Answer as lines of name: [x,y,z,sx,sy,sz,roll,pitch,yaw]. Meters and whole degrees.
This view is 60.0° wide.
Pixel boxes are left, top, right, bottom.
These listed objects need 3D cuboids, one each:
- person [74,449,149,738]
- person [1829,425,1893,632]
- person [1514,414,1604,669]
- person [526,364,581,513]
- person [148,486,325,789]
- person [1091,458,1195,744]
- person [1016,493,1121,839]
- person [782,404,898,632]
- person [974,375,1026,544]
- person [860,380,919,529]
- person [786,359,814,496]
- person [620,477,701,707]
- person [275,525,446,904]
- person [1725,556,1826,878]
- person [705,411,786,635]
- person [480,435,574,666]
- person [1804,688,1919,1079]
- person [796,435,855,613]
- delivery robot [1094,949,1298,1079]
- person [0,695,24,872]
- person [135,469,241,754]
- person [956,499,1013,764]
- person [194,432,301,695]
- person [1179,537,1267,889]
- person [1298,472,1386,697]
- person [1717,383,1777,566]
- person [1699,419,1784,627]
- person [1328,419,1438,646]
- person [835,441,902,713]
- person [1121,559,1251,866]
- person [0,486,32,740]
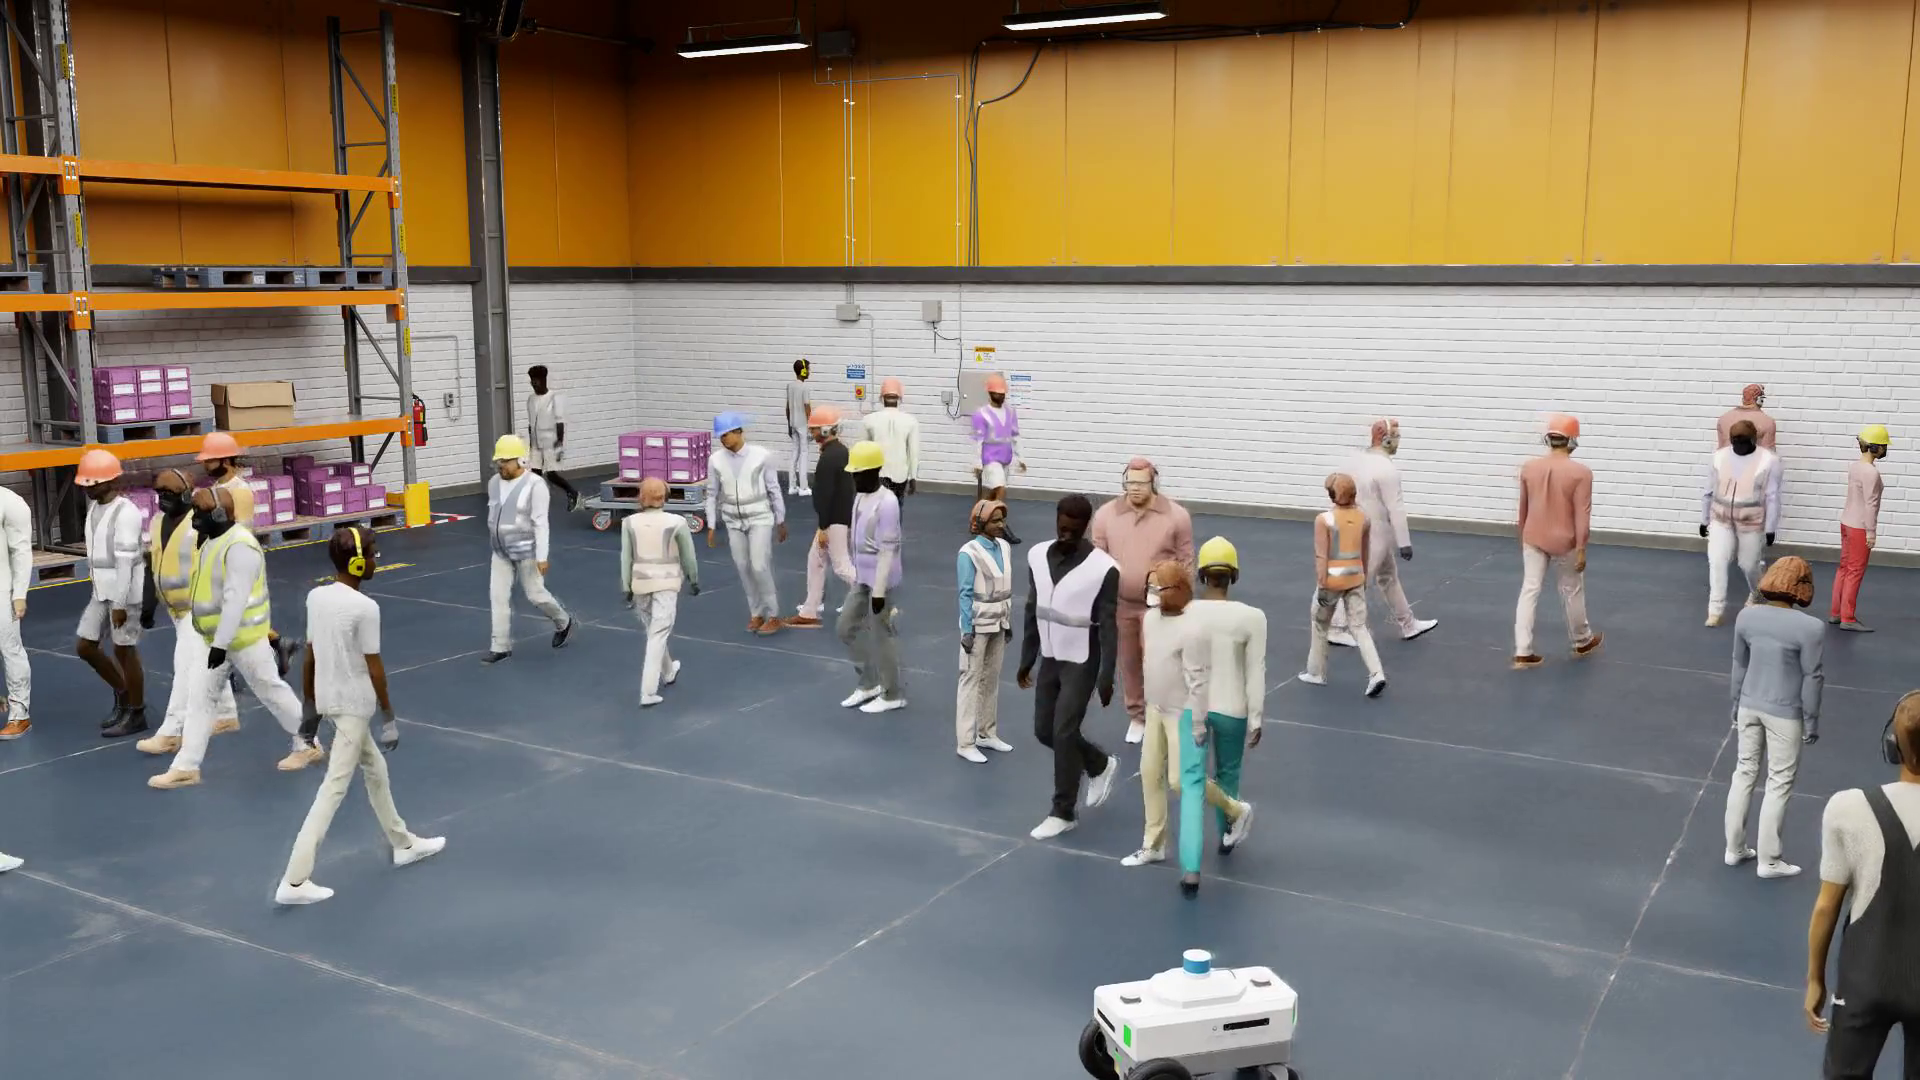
person: [-5.521,0.355,10.824,0.542,1.908,0.406,6,11,33]
person: [7.686,-0.102,14.148,0.349,1.759,0.522,2,9,11]
person: [4.649,0.000,12.905,1.023,1.939,0.643,-8,12,-43]
person: [-5.029,-1.197,20.410,0.614,1.938,0.638,5,10,28]
person: [-4.322,0.561,9.933,0.613,1.790,0.995,9,13,44]
person: [1.113,0.424,10.495,0.662,1.873,0.843,3,10,19]
person: [0.636,0.657,9.030,0.643,1.879,0.610,-9,12,-43]
person: [-1.012,-0.178,14.051,0.985,1.953,0.629,1,9,5]
person: [0.393,-0.934,18.923,0.555,1.903,0.961,-7,12,-38]
person: [-0.747,-0.708,17.418,0.607,1.936,1.088,-2,9,-12]
person: [-2.179,-1.543,22.788,0.310,1.868,0.534,-8,12,-40]
person: [-2.139,0.346,11.879,0.505,1.583,0.888,2,9,15]
person: [-2.997,0.833,8.170,0.513,1.816,1.013,7,11,37]
person: [4.116,0.885,8.416,0.308,1.624,0.495,-4,10,-25]
person: [-1.802,-0.138,13.929,0.642,1.897,0.574,3,10,17]
person: [-3.425,0.052,13.086,0.598,1.797,0.846,5,10,27]
person: [2.808,1.335,4.922,0.535,1.833,0.573,6,11,35]
person: [-1.173,-0.141,14.831,0.681,1.611,0.517,2,9,14]
delivery robot: [0.863,1.742,6.078,0.707,0.478,0.477,-3,9,-16]
person: [-5.069,0.843,8.383,0.753,1.714,0.507,-2,9,-11]
person: [-4.985,0.446,10.596,0.677,1.794,0.896,6,11,34]
person: [0.158,0.557,10.399,0.310,1.637,0.523,6,11,33]
person: [-5.185,0.166,11.984,0.730,1.915,0.551,-8,12,-40]
person: [1.256,0.845,8.369,0.543,1.716,0.932,2,9,9]
person: [2.796,0.318,12.003,0.526,1.605,0.810,-4,10,-26]
person: [8.171,-0.672,17.269,0.402,1.903,0.641,-6,11,-32]
person: [6.772,-0.167,14.426,0.646,1.800,0.832,8,12,39]
person: [3.456,-0.050,13.508,1.006,1.849,0.674,-1,9,-6]
person: [-0.634,0.263,11.396,0.543,1.901,0.608,-4,10,-23]
person: [1.165,0.883,8.468,0.606,1.614,0.501,-4,10,-23]
person: [-6.342,0.339,10.823,0.630,1.940,0.372,1,9,5]
